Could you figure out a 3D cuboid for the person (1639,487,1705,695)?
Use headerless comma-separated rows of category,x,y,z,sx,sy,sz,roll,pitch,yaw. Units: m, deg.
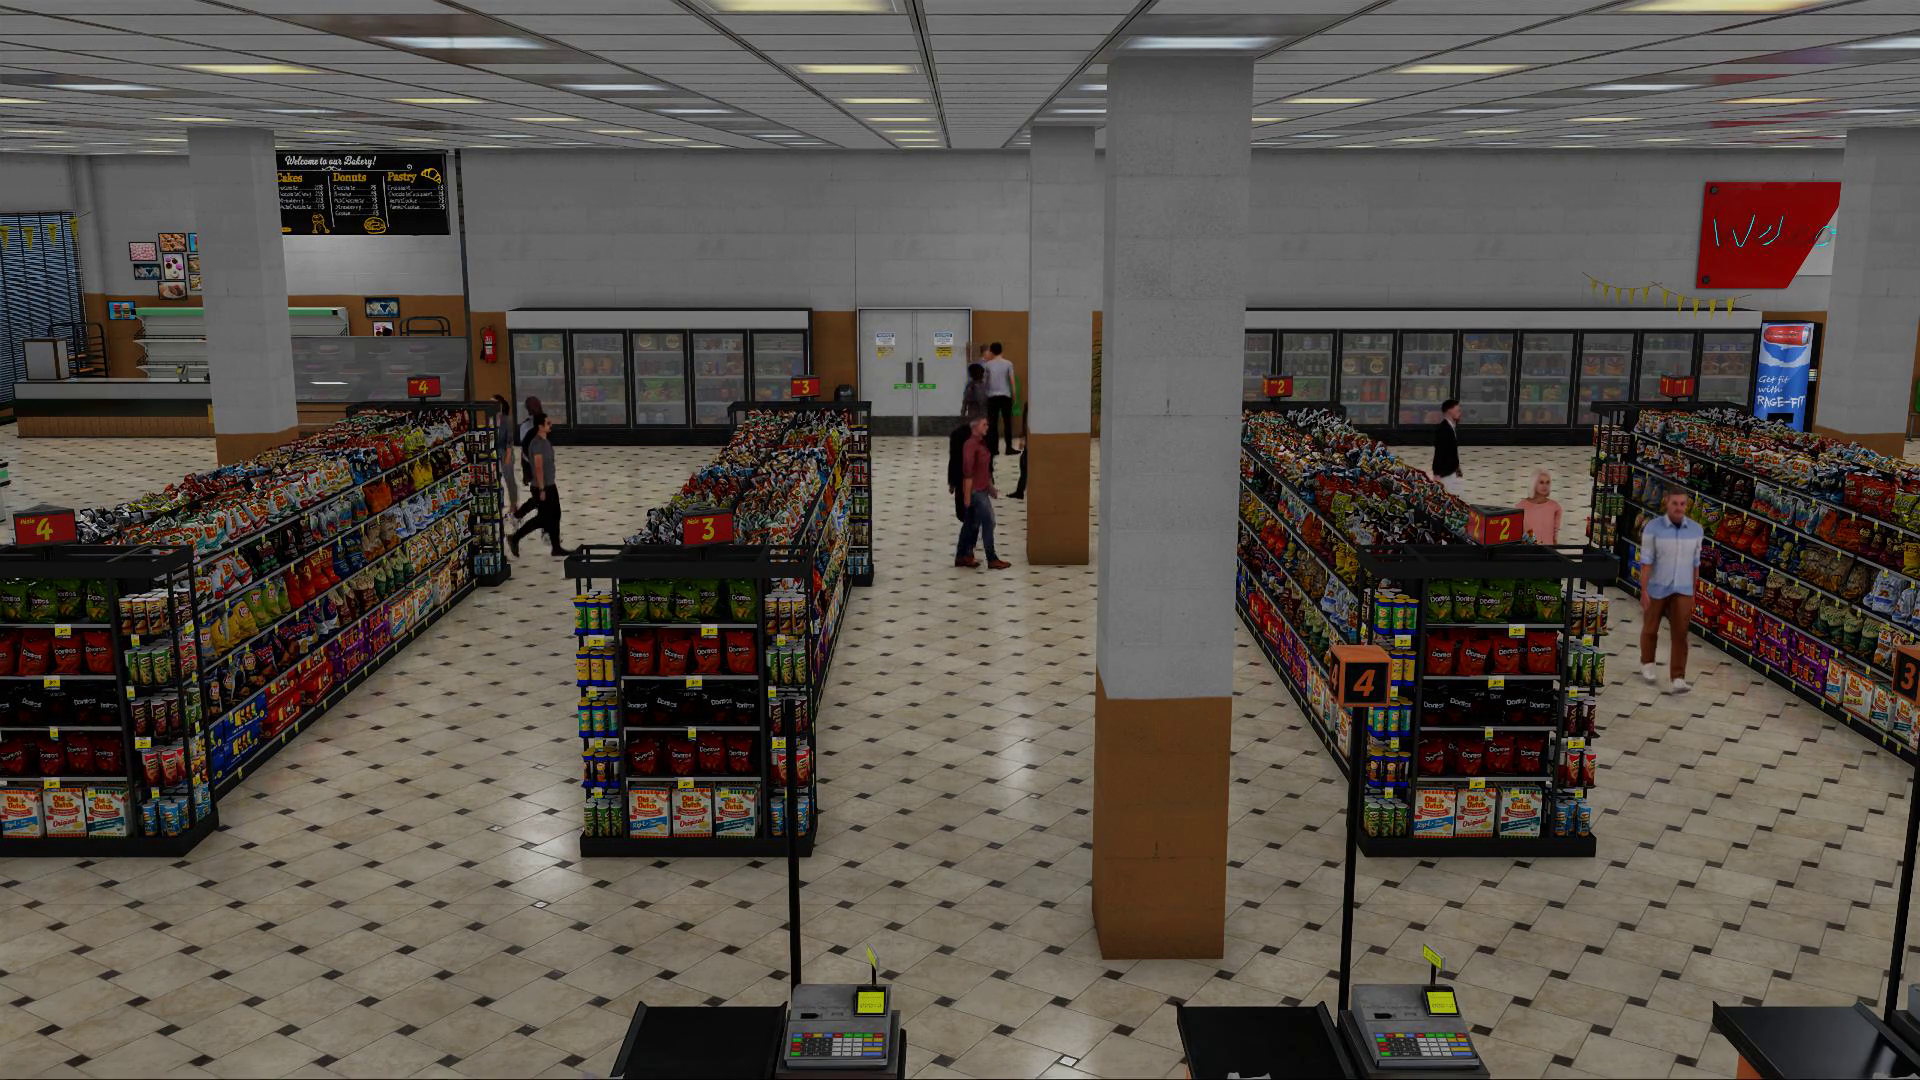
person,6.173,0.420,14.574,0.822,1.784,1.167,2,12,9

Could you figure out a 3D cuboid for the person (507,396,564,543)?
person,-5.339,-0.875,20.679,0.947,1.801,1.109,4,12,17

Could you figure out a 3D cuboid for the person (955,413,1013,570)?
person,0.093,-0.560,19.173,0.865,1.806,0.939,2,12,10

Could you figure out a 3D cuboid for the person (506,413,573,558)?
person,-4.997,-0.619,19.628,0.726,1.734,0.944,-1,12,-5

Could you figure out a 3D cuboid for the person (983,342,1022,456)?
person,0.678,-2.325,27.440,0.795,1.852,0.530,2,12,11

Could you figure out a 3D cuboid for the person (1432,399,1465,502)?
person,5.816,-0.792,20.320,0.992,1.786,1.236,4,12,18

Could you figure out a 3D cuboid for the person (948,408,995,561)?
person,0.144,-0.680,19.796,0.845,1.784,1.144,3,12,13

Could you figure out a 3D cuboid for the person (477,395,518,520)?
person,-6.029,-1.094,22.077,0.862,1.654,1.027,5,13,24

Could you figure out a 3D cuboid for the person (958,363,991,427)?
person,0.338,-1.849,25.578,0.932,1.689,0.908,9,15,36

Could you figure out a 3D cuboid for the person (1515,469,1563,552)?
person,5.504,0.165,15.923,0.615,1.725,0.537,1,12,4
